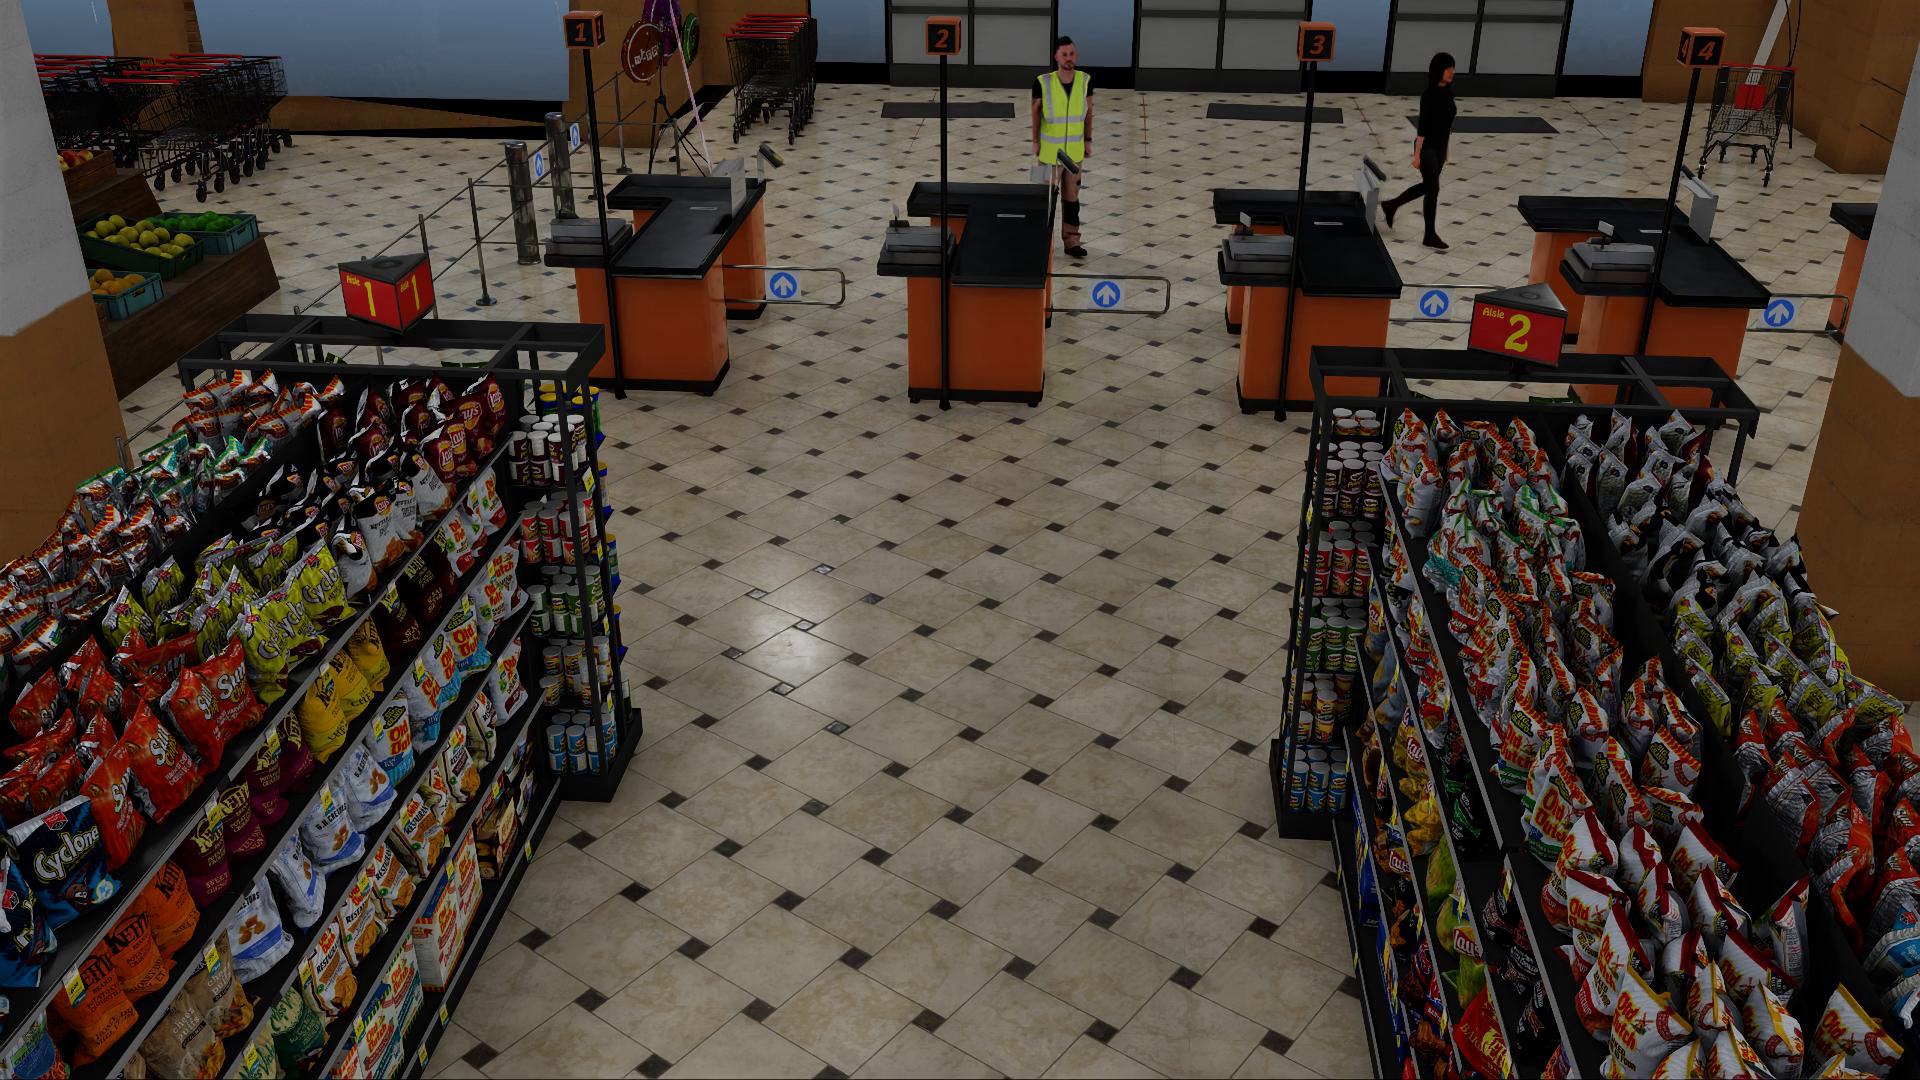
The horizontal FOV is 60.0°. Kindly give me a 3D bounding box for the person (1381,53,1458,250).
[{"bbox_3d":[3.983,-3.354,14.296,0.993,1.621,1.036,-22,34,-37],"label":"person"}]

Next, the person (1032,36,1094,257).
[{"bbox_3d":[0.852,-3.268,13.878,0.801,1.846,0.835,-7,28,-13],"label":"person"}]
